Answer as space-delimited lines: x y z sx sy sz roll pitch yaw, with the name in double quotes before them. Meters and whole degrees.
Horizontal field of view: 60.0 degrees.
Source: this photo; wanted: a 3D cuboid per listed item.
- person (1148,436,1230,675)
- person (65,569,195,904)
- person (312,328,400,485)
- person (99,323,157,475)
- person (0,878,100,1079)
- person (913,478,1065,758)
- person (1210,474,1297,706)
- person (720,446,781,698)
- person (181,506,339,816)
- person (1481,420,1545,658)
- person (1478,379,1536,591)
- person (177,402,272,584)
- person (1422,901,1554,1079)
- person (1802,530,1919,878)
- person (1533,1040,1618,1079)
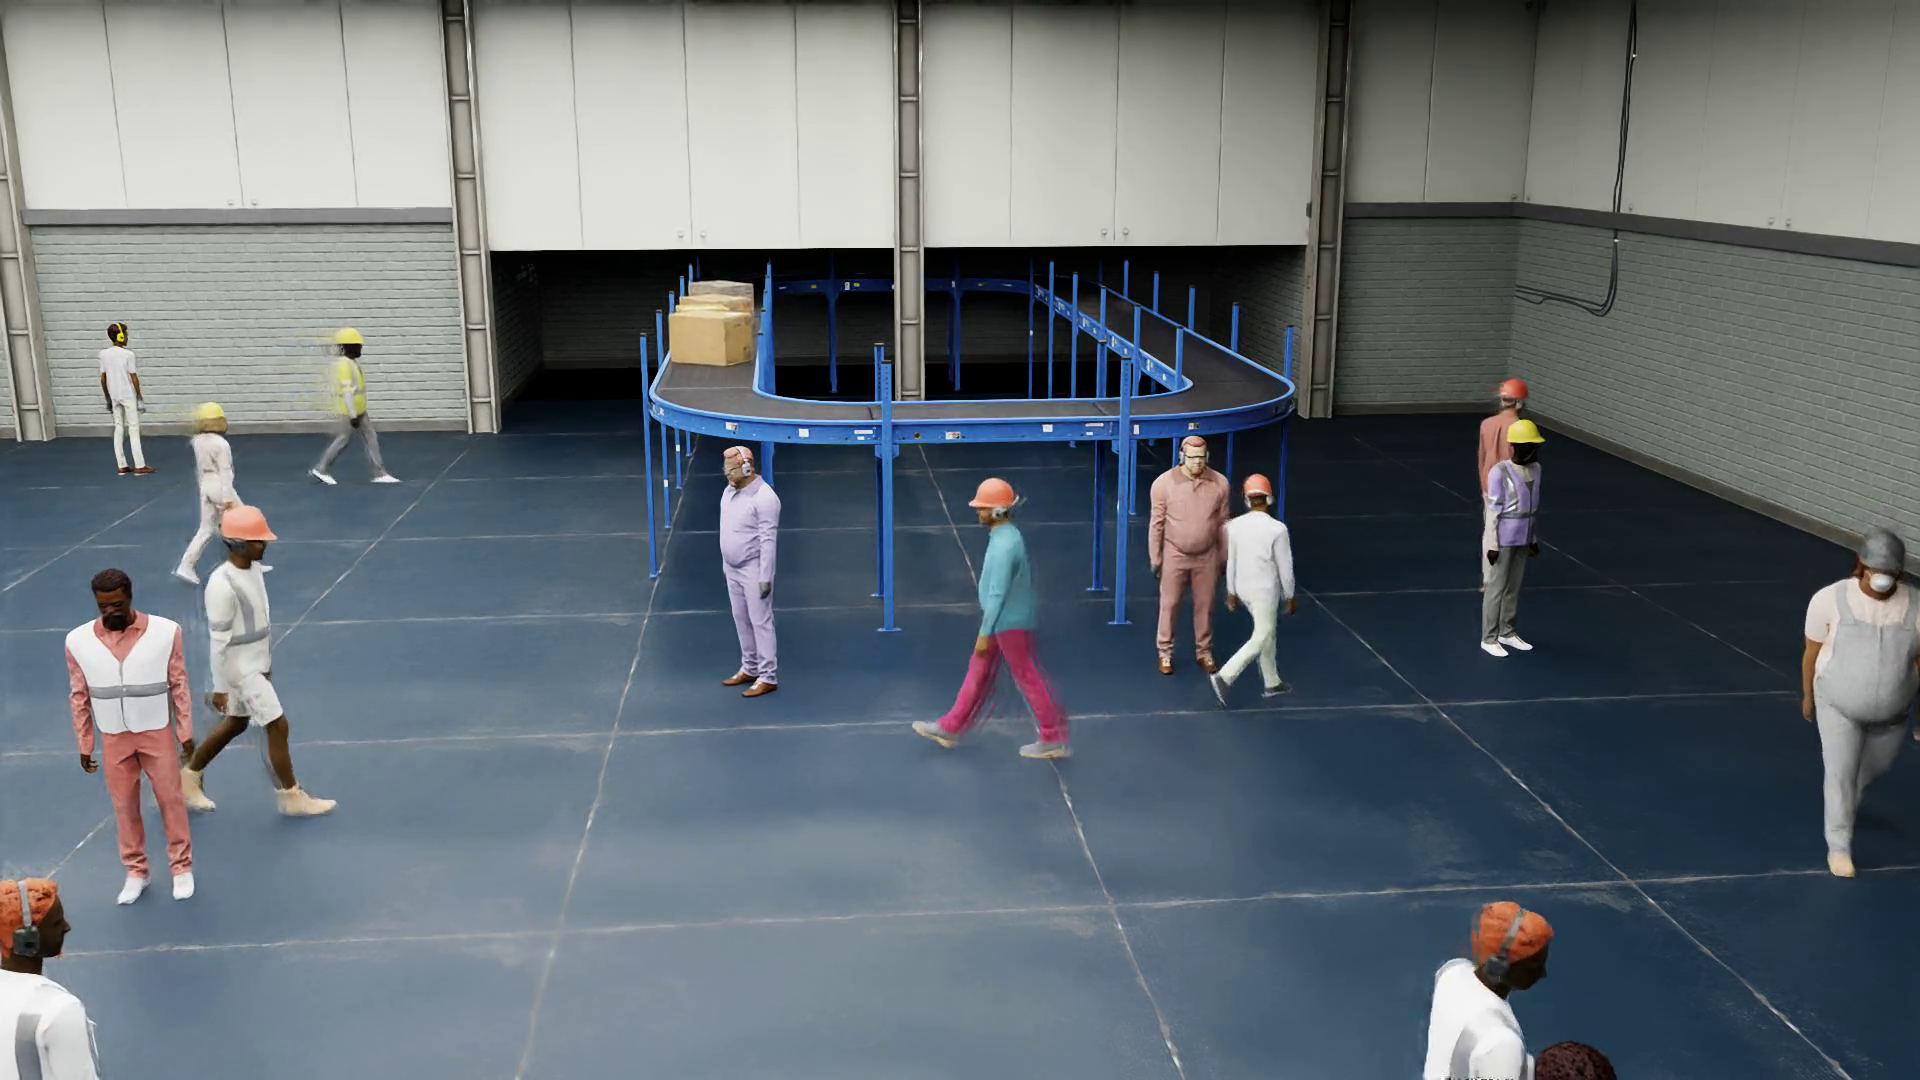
"person" 1.784 0.125 12.946 0.640 1.900 0.402 -1 14 -4
"person" -4.546 1.064 9.175 0.599 1.909 0.405 -4 15 -16
"person" -7.286 -1.580 19.810 0.973 1.895 0.595 -1 14 -3
"person" -10.252 -1.721 20.404 0.520 1.865 0.332 3 14 12
"person" -2.991 2.002 5.466 0.574 1.884 0.360 7 16 25
"person" 0.233 0.537 11.216 1.066 1.931 0.640 0 14 0
"person" 2.170 0.371 12.344 0.768 1.708 0.572 -8 16 -28
"person" -1.616 0.225 12.565 0.401 1.894 0.650 -12 18 -39
"person" -4.469 0.760 10.231 1.019 1.997 0.611 -2 14 -6
"person" 4.482 -0.023 13.467 0.594 1.930 0.352 -10 17 -34
"person" 5.014 -0.486 15.229 0.443 1.973 0.641 -9 17 -32
"person" -7.017 -0.443 15.627 0.488 1.698 0.840 8 16 30
"person" 1.574 2.021 5.439 0.638 1.864 0.642 0 14 0
"person" 5.275 0.859 9.718 0.683 2.000 0.930 4 15 16
"person" 1.555 2.218 4.551 0.587 1.911 0.397 -7 16 -26
